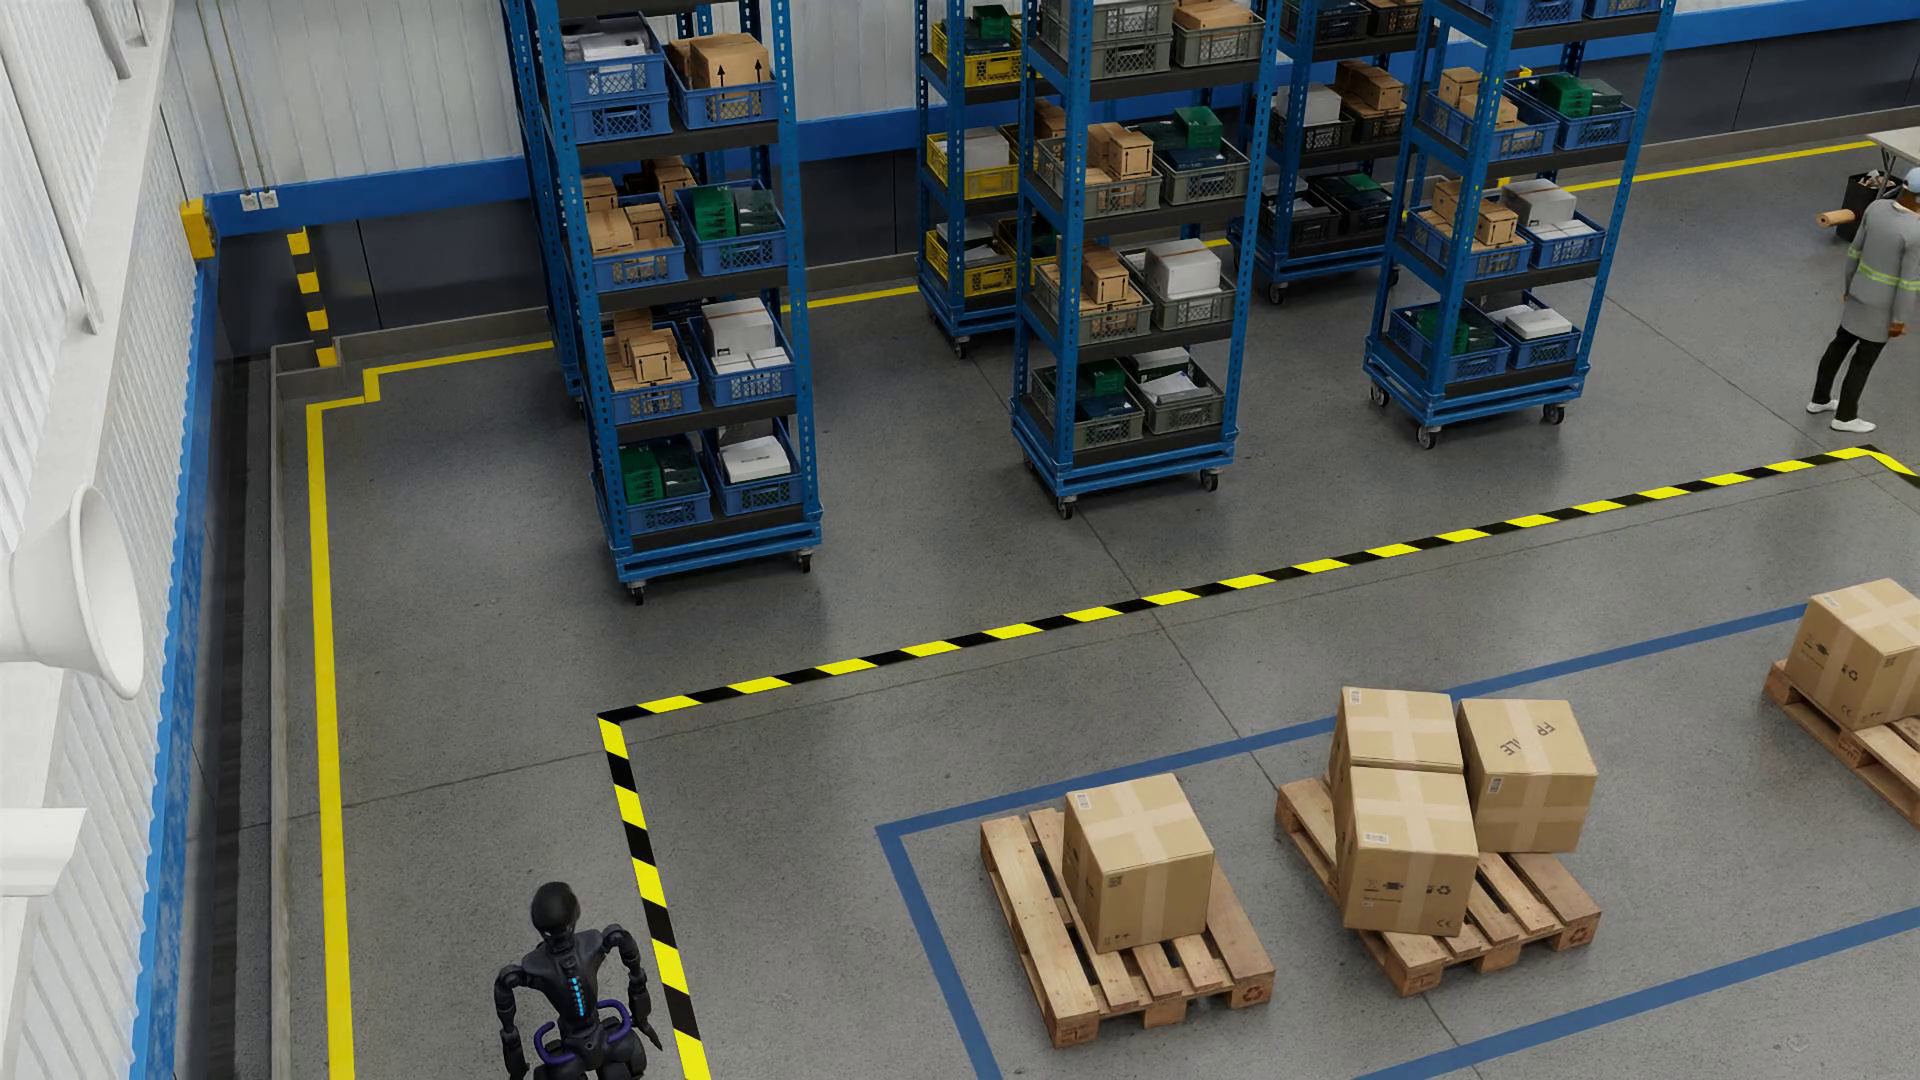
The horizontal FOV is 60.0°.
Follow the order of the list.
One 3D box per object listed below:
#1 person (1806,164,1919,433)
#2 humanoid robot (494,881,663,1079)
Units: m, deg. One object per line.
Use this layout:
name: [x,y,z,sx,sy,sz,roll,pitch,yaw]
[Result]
person: [6.048,-1.592,10.939,0.401,1.851,0.589,-7,36,-9]
humanoid robot: [-1.394,1.893,6.138,0.599,1.655,0.315,-18,39,-23]
